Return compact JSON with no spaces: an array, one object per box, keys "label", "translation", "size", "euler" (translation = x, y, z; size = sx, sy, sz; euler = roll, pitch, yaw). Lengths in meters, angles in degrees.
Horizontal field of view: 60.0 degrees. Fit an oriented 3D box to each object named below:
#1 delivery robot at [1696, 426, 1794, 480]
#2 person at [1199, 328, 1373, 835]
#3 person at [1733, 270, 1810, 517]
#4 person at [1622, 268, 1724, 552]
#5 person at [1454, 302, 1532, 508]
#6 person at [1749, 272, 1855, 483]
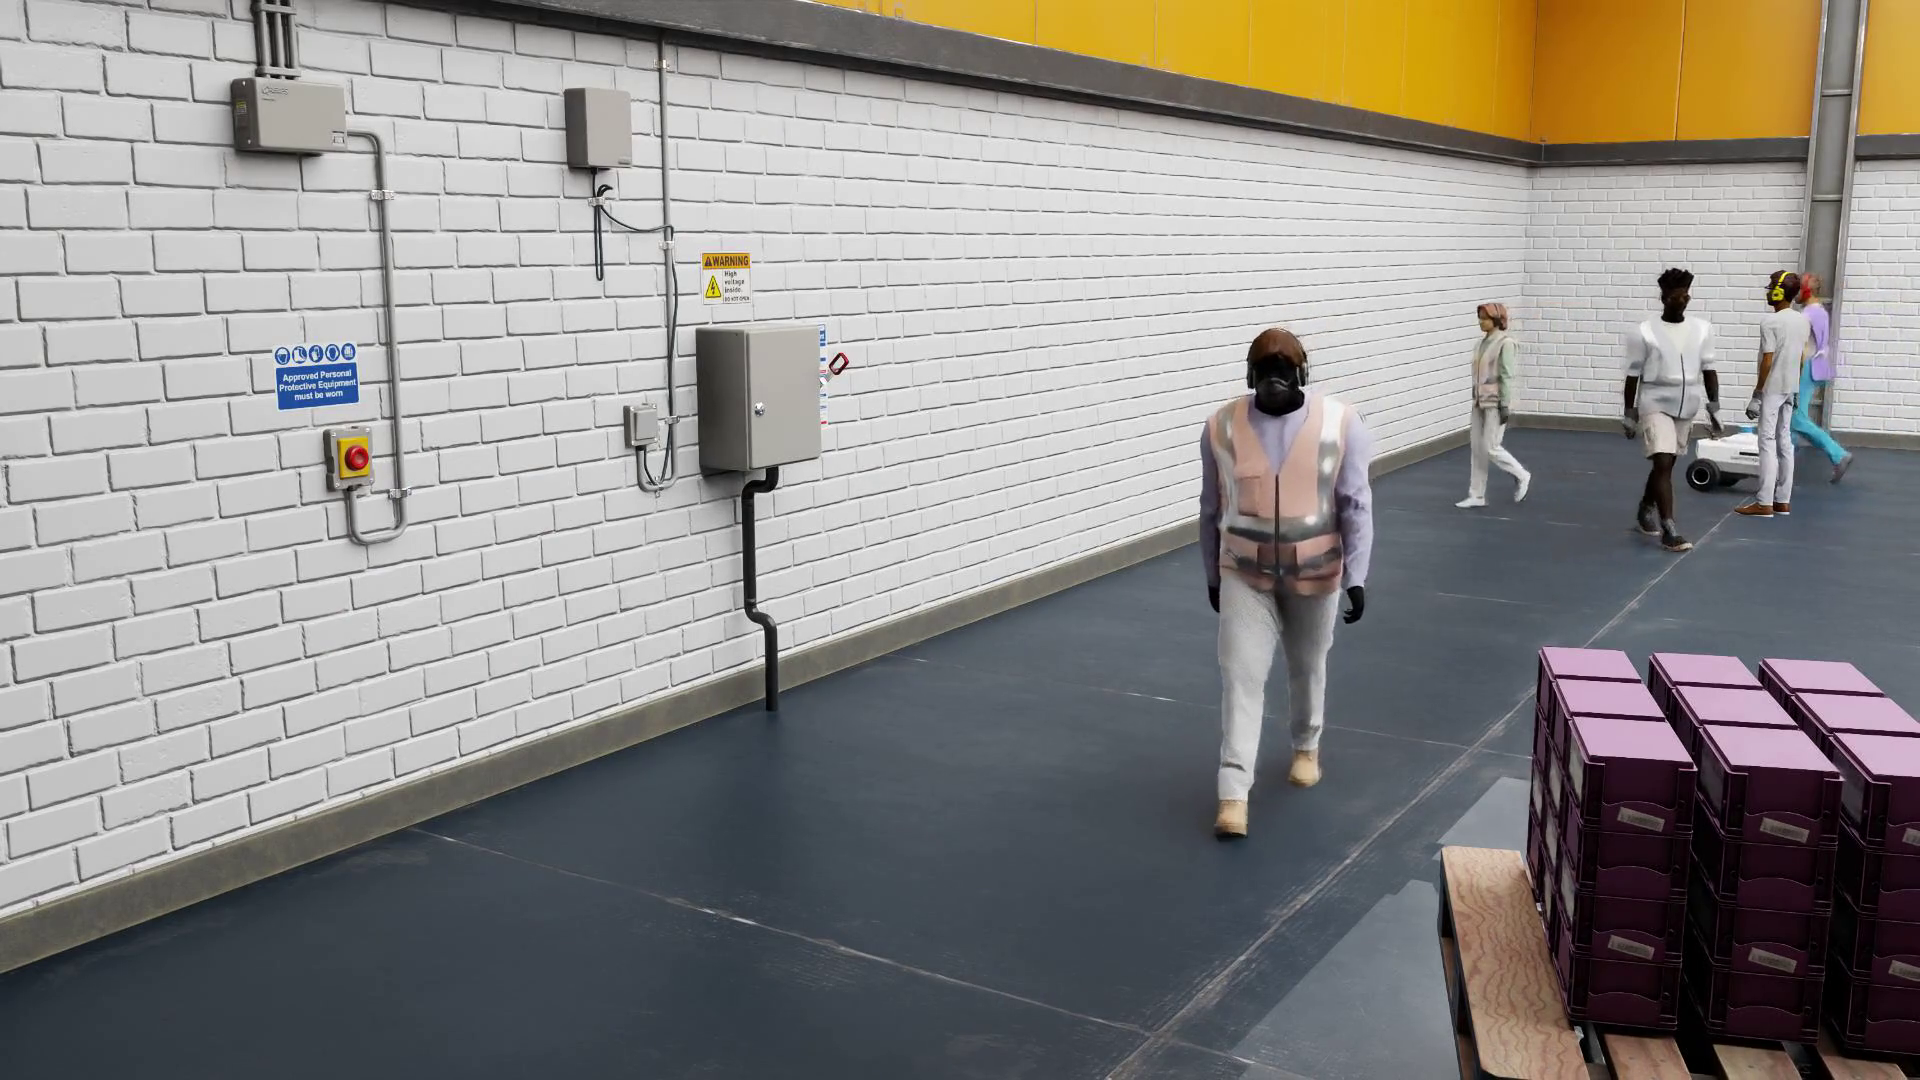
[{"label":"delivery robot","translation":[6.538,-0.711,13.865],"size":[0.477,0.478,0.707],"euler":[-9,13,-40]},{"label":"person","translation":[1.188,0.117,6.132],"size":[0.637,1.797,0.974],"euler":[3,11,15]},{"label":"person","translation":[6.205,-1.110,12.679],"size":[0.514,1.877,0.328],"euler":[-6,12,-30]},{"label":"person","translation":[4.911,-0.922,11.526],"size":[0.604,1.921,1.003],"euler":[-1,10,-6]},{"label":"person","translation":[4.188,-1.047,13.001],"size":[0.505,1.625,0.529],"euler":[-2,11,-14]},{"label":"person","translation":[7.351,-1.398,14.407],"size":[0.777,1.823,0.576],"euler":[7,12,33]}]
